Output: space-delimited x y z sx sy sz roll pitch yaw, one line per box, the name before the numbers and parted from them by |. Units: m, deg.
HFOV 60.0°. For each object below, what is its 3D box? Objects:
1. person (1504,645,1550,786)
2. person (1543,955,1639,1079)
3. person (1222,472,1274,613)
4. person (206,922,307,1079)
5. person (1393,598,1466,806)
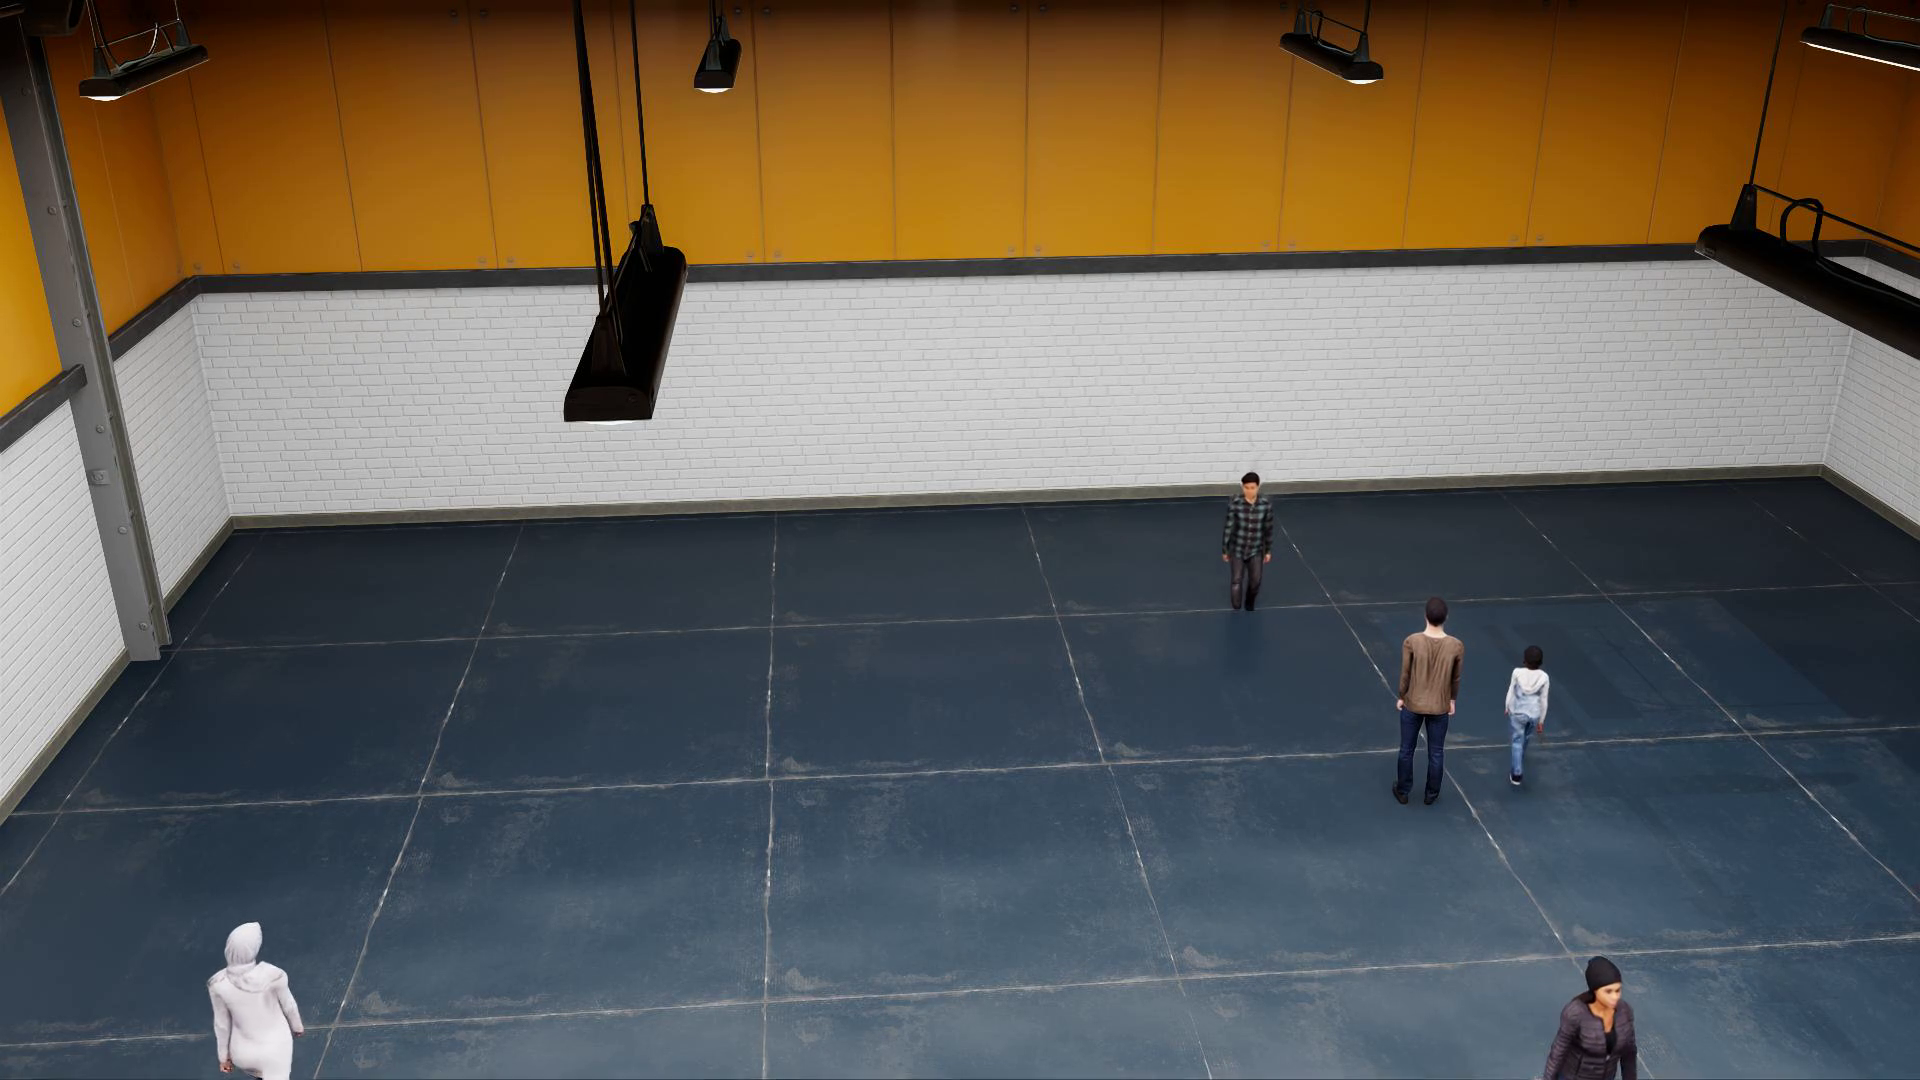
person | 4.879 1.526 14.385 0.612 1.231 0.923 4 24 9
person | 3.695 3.204 9.967 0.731 1.694 1.201 -5 24 -10
person | 3.012 0.051 17.469 0.763 1.704 0.692 4 24 9
person | -4.224 3.167 10.017 0.653 1.720 1.187 -1 24 -3
person | 3.911 1.357 13.952 0.703 1.887 0.645 4 24 8
